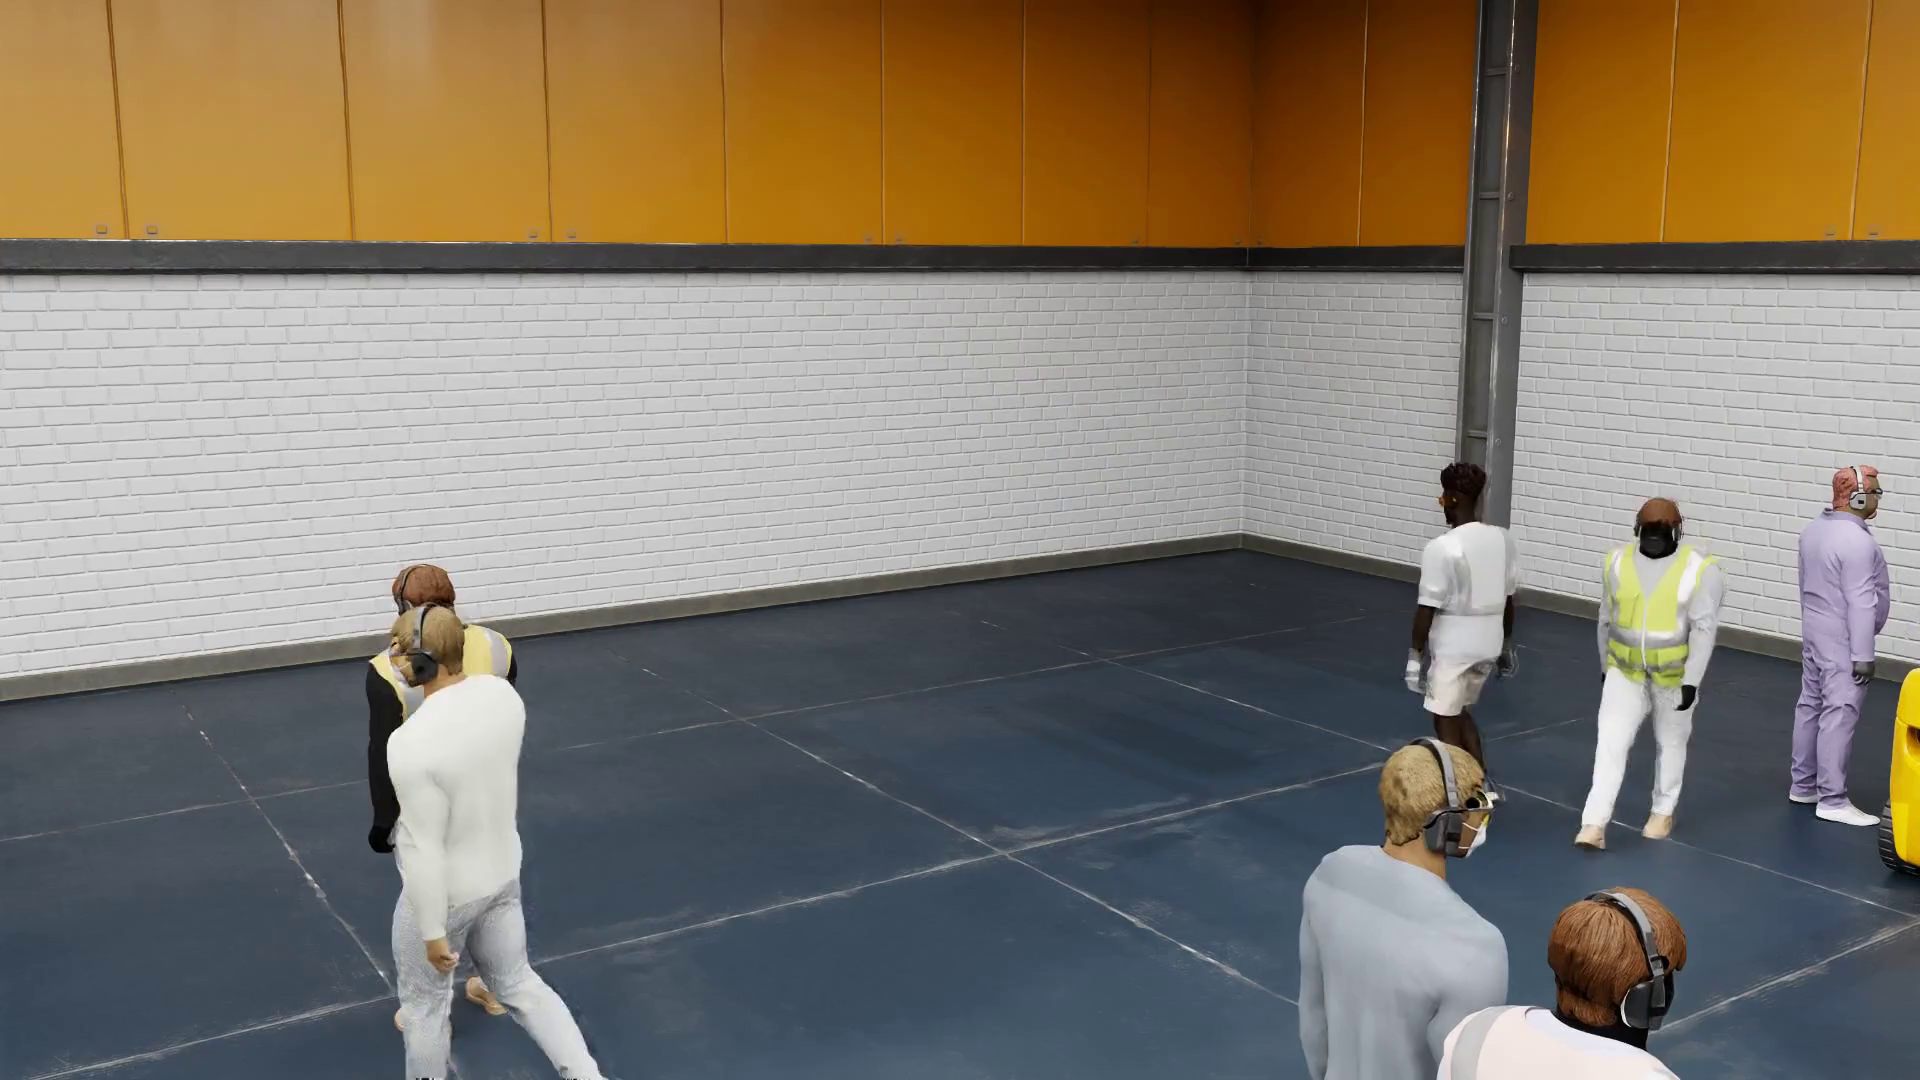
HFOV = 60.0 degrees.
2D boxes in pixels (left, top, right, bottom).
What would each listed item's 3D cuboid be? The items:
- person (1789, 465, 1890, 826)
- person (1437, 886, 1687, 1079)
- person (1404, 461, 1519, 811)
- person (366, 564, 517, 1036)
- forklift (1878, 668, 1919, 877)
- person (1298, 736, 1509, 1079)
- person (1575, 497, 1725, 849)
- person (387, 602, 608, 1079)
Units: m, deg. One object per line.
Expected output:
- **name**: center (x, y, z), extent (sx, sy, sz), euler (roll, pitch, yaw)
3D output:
- **person**: center (4.729, 0.549, 8.902), extent (0.407, 1.910, 0.640), euler (0, 9, 3)
- **person**: center (1.186, 1.540, 3.127), extent (0.429, 1.845, 0.621), euler (-6, 11, -31)
- **person**: center (2.594, 0.565, 8.690), extent (0.719, 1.940, 0.422), euler (-5, 11, -30)
- **person**: center (-2.002, 0.998, 6.416), extent (0.430, 1.838, 0.619), euler (8, 12, 40)
- **forklift**: center (5.511, 0.571, 7.906), extent (2.313, 2.155, 1.214), euler (-6, 11, -33)
- **person**: center (1.008, 1.386, 3.764), extent (0.357, 1.938, 0.637), euler (-4, 10, -22)
- **person**: center (3.447, 0.693, 8.369), extent (0.618, 1.789, 0.942), euler (7, 12, 37)
- **person**: center (-1.562, 1.131, 5.419), extent (0.904, 1.907, 0.635), euler (4, 10, 24)
